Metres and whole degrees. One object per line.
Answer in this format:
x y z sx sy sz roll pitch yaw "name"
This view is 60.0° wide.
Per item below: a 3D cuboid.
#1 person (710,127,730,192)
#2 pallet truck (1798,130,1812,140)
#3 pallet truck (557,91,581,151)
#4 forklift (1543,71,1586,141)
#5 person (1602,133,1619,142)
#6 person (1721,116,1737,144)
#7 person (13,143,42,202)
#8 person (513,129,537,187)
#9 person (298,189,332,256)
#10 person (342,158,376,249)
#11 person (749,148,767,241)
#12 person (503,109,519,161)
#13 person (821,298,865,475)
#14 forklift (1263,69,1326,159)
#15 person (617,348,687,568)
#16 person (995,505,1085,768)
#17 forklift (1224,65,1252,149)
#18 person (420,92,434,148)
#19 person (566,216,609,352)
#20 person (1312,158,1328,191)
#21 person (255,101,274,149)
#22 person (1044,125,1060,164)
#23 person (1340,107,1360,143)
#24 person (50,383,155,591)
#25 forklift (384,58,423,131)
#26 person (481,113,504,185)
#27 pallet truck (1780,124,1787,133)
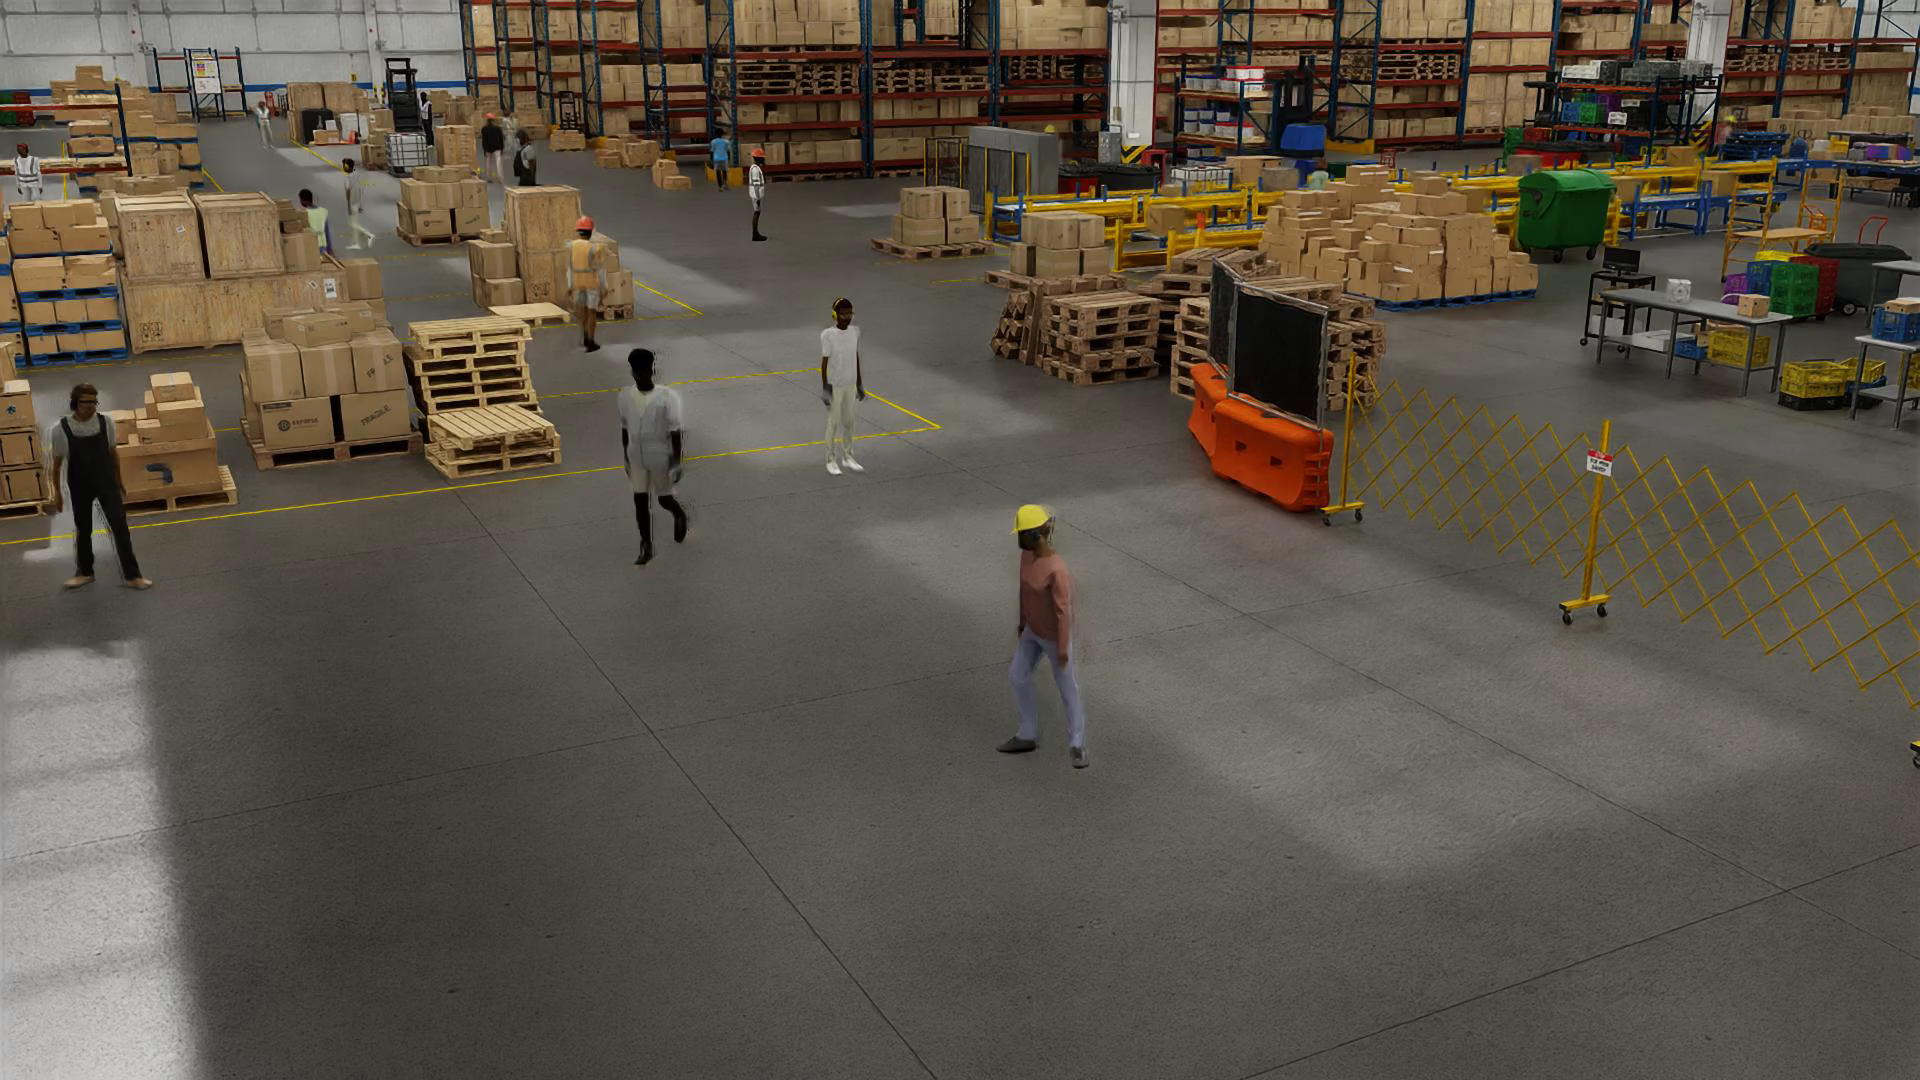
-6.435 -10.186 44.513 0.542 1.677 0.540 -6 19 -19 "person"
25.526 -11.556 49.408 1.630 1.274 0.653 -9 20 -26 "pallet truck"
-13.495 -14.412 57.188 0.823 1.965 1.885 -3 18 -9 "pallet truck"
18.685 -13.231 52.085 1.873 2.768 1.129 -9 20 -26 "forklift"
20.245 -12.497 51.720 0.537 1.675 0.577 12 21 33 "person"
22.348 -11.474 48.437 0.433 1.736 0.550 8 19 24 "person"
-20.754 -7.906 37.110 0.572 1.876 0.355 0 18 -1 "person"
-10.353 -8.851 39.782 1.031 2.000 0.694 -8 19 -23 "person"
-10.714 -4.847 27.523 0.485 1.901 0.600 8 20 24 "person"
-12.221 -6.797 33.704 0.645 1.847 0.521 3 18 9 "person"
-4.240 -7.274 35.057 0.397 1.929 0.541 -2 18 -7 "person"
-14.314 -12.932 53.170 0.365 1.623 0.531 17 24 42 "person"
-1.232 -1.624 17.534 0.534 1.864 0.309 -14 23 -37 "person"
10.988 -13.908 54.192 1.129 2.768 1.873 -9 20 -26 "forklift"
-2.702 -0.761 14.715 0.626 1.948 0.751 5 18 15 "person"
0.531 0.616 10.757 0.545 1.722 0.621 -10 20 -28 "person"
9.626 -14.984 57.548 1.129 2.768 1.873 -9 20 -27 "forklift"
-18.703 -14.746 58.375 0.588 1.911 0.396 15 23 38 "person"
-5.301 -3.670 23.828 0.567 1.915 0.592 4 18 13 "person"
7.841 -7.470 36.139 0.345 1.618 0.533 -9 20 -25 "person"
-24.201 -14.437 57.877 0.513 1.618 0.636 -14 22 -37 "person"
2.272 -9.896 43.413 0.629 1.811 0.599 -12 21 -32 "person"
13.916 -14.920 58.938 0.897 1.906 0.547 -9 20 -26 "person"
-7.300 -0.430 13.939 0.586 1.805 0.663 -14 23 -37 "person"
-22.207 -17.693 65.995 1.129 2.768 1.873 -9 20 -27 "forklift"
-12.983 -10.882 46.281 0.634 1.946 1.046 -11 21 -30 "person"
25.206 -12.542 52.601 1.601 1.201 0.680 0 18 -2 "pallet truck"
